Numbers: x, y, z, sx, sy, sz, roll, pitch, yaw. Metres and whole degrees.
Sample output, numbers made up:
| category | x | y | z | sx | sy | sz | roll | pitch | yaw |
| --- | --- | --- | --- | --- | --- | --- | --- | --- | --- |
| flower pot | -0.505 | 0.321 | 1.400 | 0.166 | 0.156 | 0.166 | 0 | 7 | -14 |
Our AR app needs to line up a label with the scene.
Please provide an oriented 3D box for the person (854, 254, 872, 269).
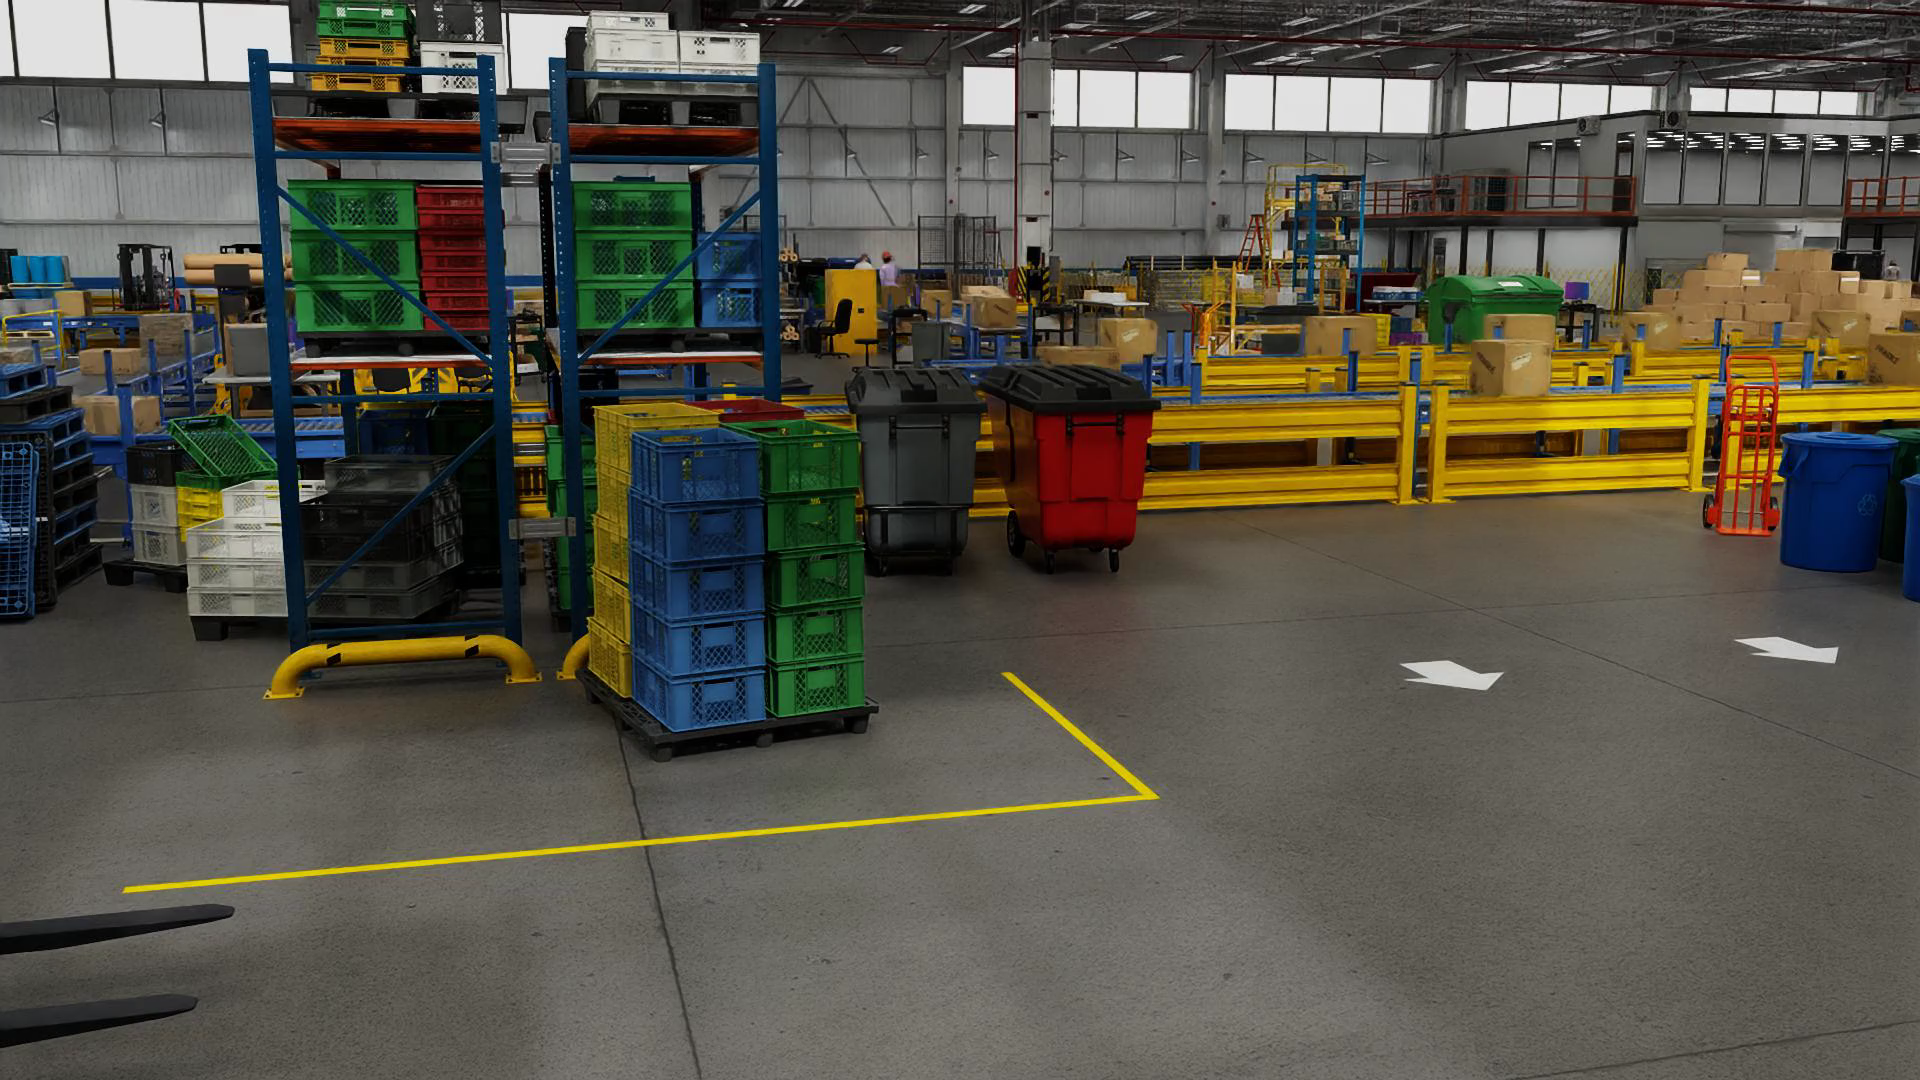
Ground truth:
| category | x | y | z | sx | sy | sz | roll | pitch | yaw |
| --- | --- | --- | --- | --- | --- | --- | --- | --- | --- |
| person | -2.910 | -7.791 | 50.848 | 0.639 | 1.902 | 0.407 | 5 | 11 | 26 |

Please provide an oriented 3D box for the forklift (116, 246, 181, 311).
| category | x | y | z | sx | sy | sz | roll | pitch | yaw |
| --- | --- | --- | --- | --- | --- | --- | --- | --- | --- |
| forklift | -19.966 | -6.232 | 40.894 | 1.157 | 1.987 | 2.680 | -3 | 10 | -15 |

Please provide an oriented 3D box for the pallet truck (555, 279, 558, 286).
| category | x | y | z | sx | sy | sz | roll | pitch | yaw |
| --- | --- | --- | --- | --- | --- | --- | --- | --- | --- |
| pallet truck | -10.604 | -6.375 | 44.520 | 0.653 | 1.274 | 1.630 | -3 | 10 | -15 |

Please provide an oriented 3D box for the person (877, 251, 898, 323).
| category | x | y | z | sx | sy | sz | roll | pitch | yaw |
| --- | --- | --- | --- | --- | --- | --- | --- | --- | --- |
| person | -1.951 | -6.943 | 45.803 | 0.611 | 1.999 | 1.053 | -6 | 12 | -32 |

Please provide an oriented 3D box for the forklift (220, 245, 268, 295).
| category | x | y | z | sx | sy | sz | roll | pitch | yaw |
| --- | --- | --- | --- | --- | --- | --- | --- | --- | --- |
| forklift | -17.749 | -6.334 | 41.440 | 1.157 | 1.987 | 2.680 | -3 | 10 | -17 |
